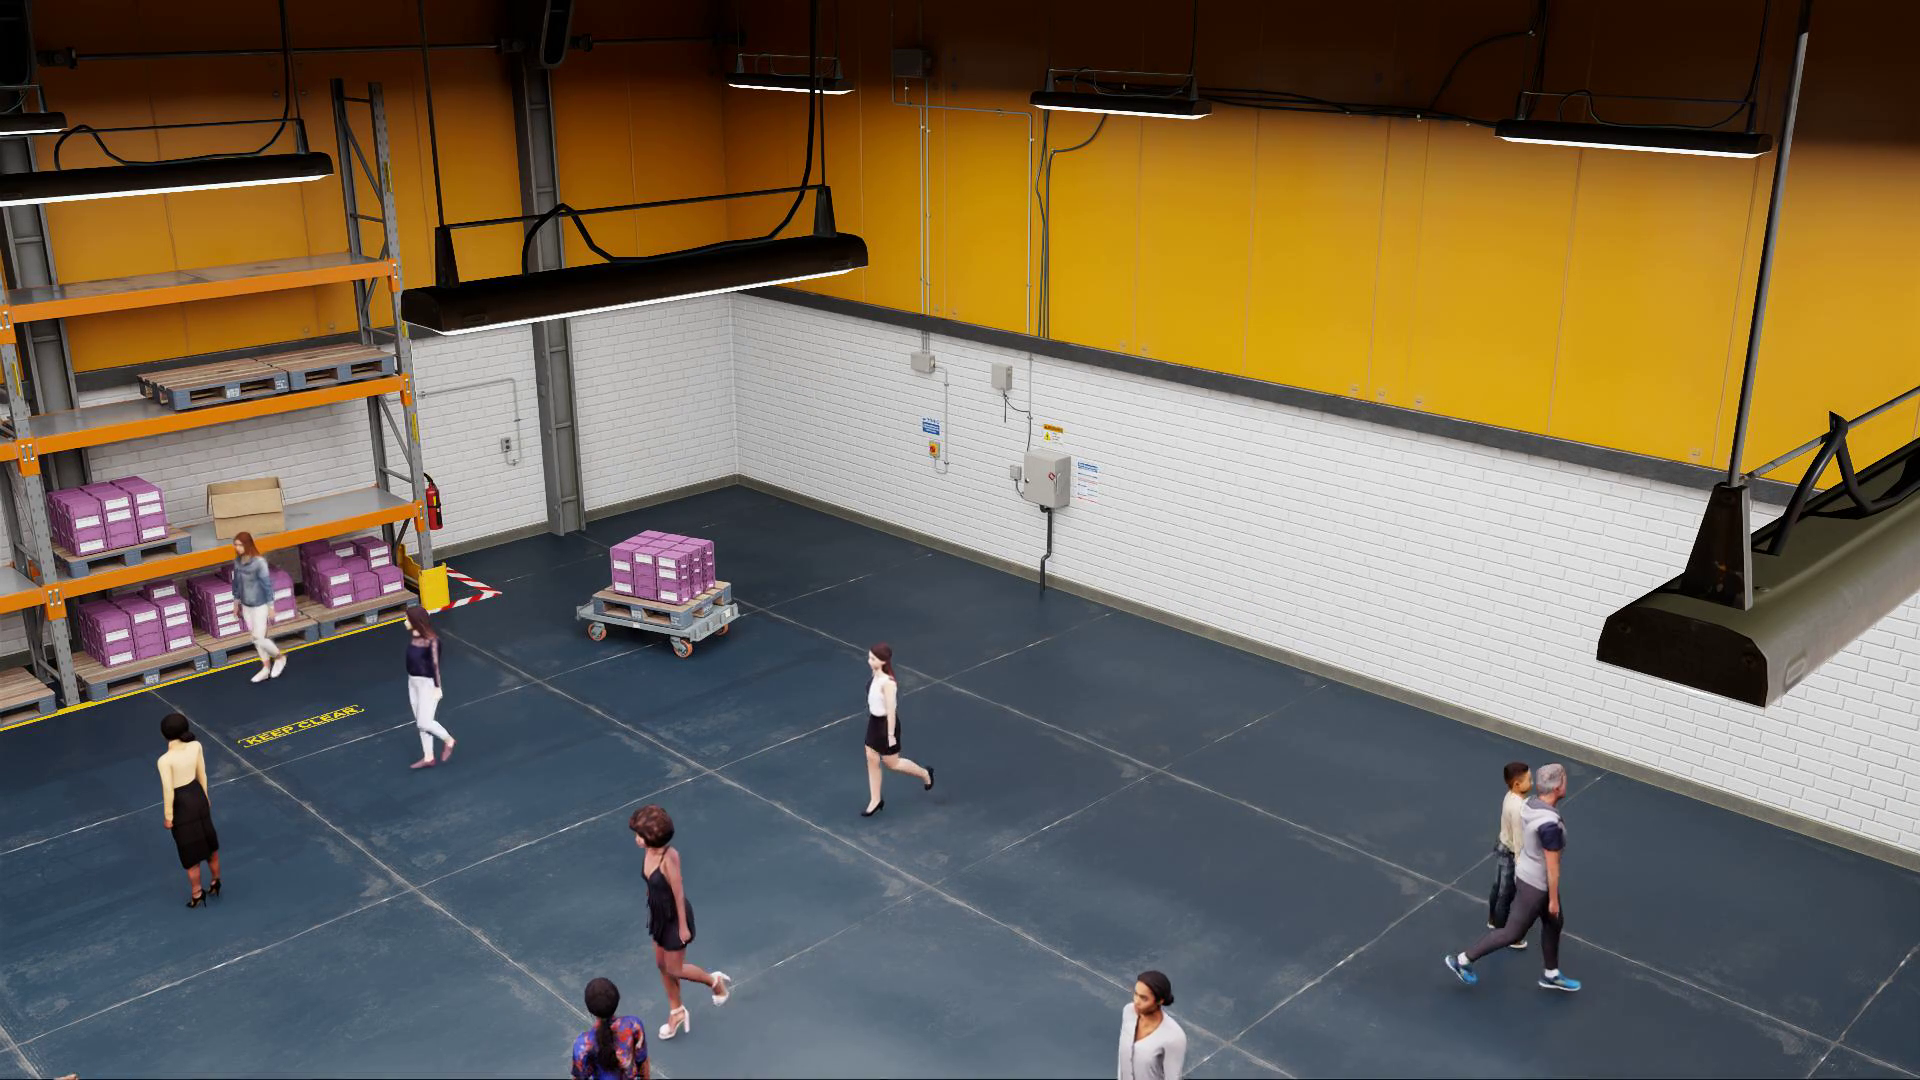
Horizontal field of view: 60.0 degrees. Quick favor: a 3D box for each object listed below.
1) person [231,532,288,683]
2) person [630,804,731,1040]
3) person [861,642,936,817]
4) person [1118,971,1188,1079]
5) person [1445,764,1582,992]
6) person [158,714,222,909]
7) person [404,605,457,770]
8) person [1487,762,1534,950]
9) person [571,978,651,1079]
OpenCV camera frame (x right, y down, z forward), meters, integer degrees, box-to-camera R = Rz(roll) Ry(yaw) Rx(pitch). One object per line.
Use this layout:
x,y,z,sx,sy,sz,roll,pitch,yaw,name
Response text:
-7.283,0.672,17.399,0.714,1.682,0.732,11,21,29,person
-1.929,2.612,11.503,0.877,1.768,0.652,-17,25,-40,person
-0.586,1.649,14.579,1.007,1.631,0.758,-9,20,-24,person
1.157,3.245,9.694,0.714,1.724,0.630,-16,25,-40,person
4.016,2.471,11.903,1.202,1.781,1.252,4,19,11,person
-6.088,2.126,13.129,0.703,1.653,0.588,8,20,23,person
-4.933,1.362,15.476,0.595,1.602,0.650,17,25,42,person
4.203,2.372,12.692,0.689,1.465,0.605,3,19,9,person
-1.923,3.318,9.484,0.815,1.720,0.782,-10,21,-27,person
